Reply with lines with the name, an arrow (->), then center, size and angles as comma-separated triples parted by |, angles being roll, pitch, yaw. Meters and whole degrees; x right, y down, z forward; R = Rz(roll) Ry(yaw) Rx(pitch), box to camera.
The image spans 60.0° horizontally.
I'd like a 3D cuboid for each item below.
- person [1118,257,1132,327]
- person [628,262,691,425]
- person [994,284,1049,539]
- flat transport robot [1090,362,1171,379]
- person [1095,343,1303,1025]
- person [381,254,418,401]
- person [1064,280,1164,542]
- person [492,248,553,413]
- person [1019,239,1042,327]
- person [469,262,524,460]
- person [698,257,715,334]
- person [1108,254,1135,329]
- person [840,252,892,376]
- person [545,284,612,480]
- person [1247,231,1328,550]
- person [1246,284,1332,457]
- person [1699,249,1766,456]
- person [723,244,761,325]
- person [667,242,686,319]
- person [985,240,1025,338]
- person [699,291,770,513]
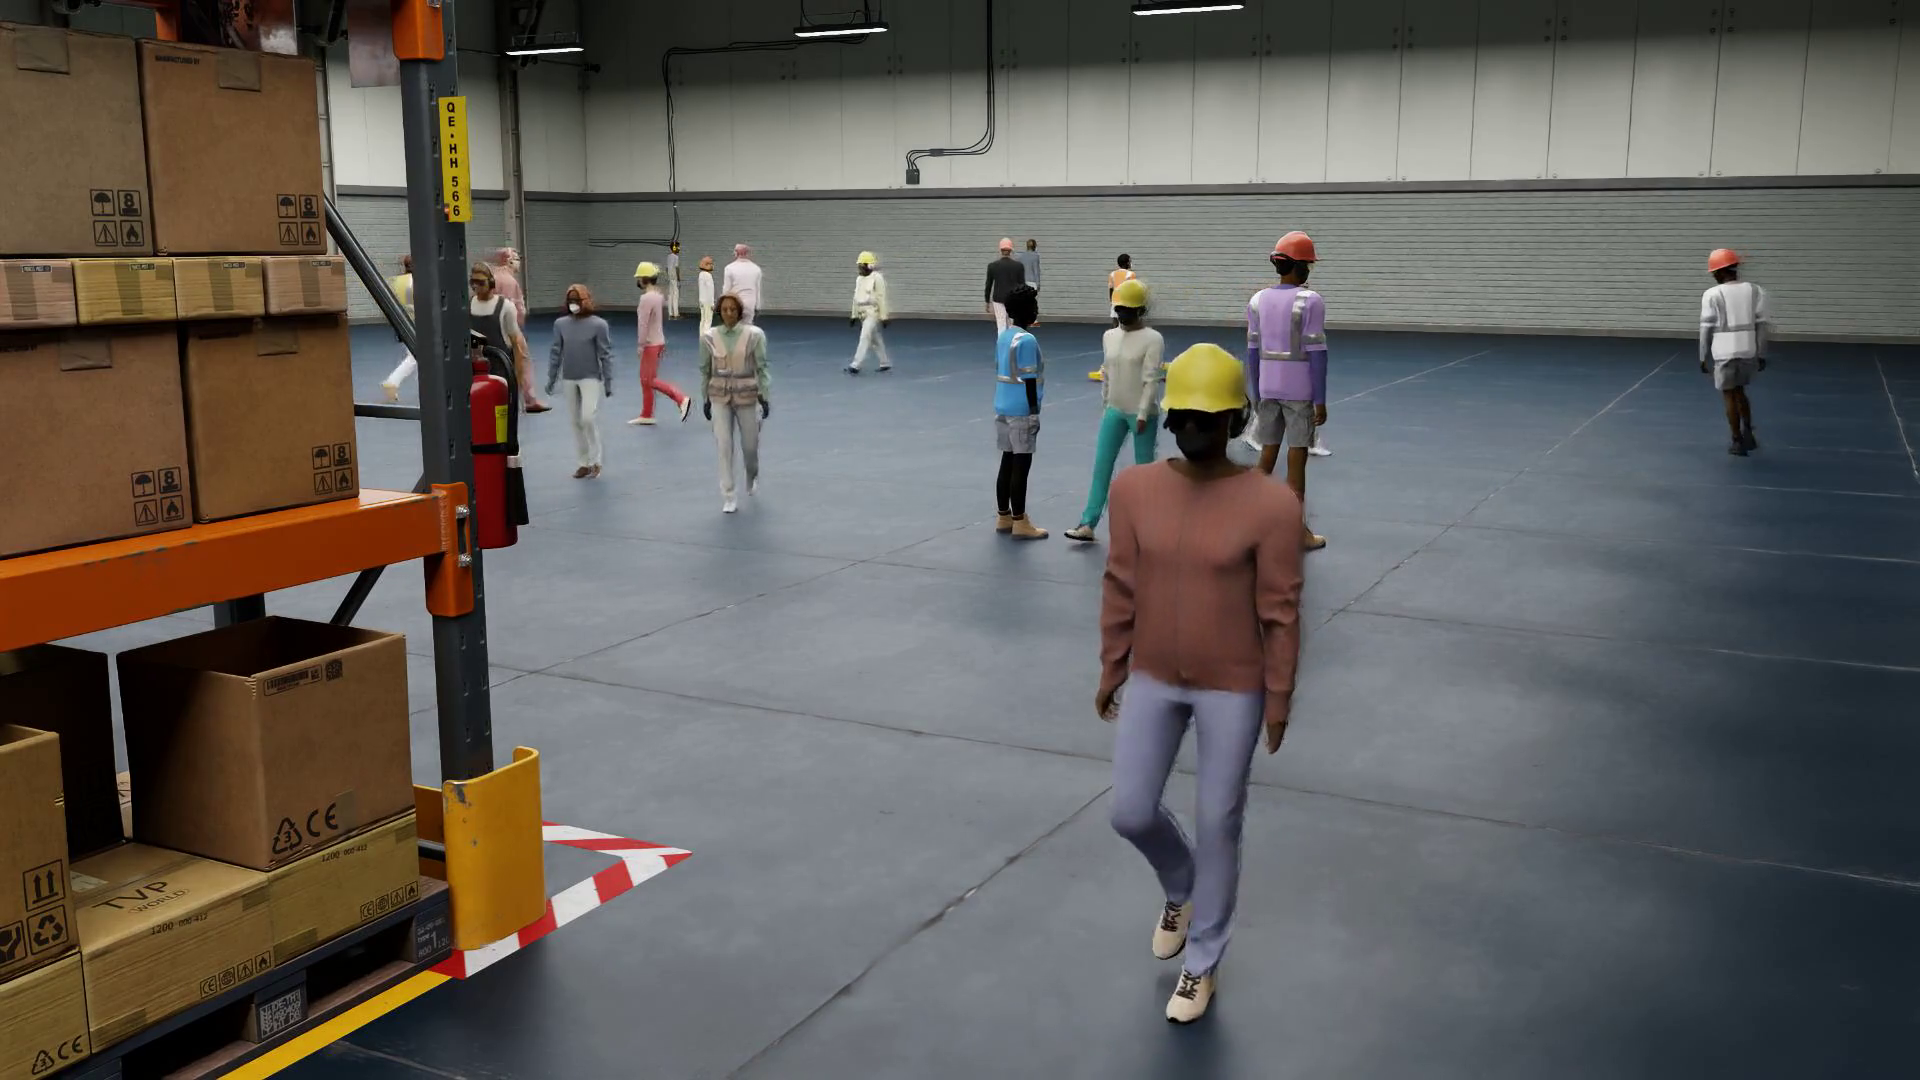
person -> 3.180, -4.657, 32.048 | 0.275, 1.632, 0.507 | -1, 10, -7
person -> -3.216, -2.074, 17.654 | 0.659, 1.743, 0.528 | 1, 10, 3
person -> 0.405, -0.858, 11.164 | 0.315, 1.696, 0.540 | -4, 11, -20
flat transport robot -> 2.596, -2.352, 23.196 | 1.431, 0.197, 0.652 | -4, 11, -22
person -> 0.614, 0.365, 4.314 | 0.548, 1.752, 0.404 | 5, 12, 26
person -> -6.713, -2.595, 20.334 | 0.857, 1.819, 0.614 | -9, 14, -40
person -> 1.044, -0.816, 10.835 | 0.535, 1.725, 0.826 | 9, 14, 42
person -> -5.062, -2.378, 18.962 | 0.854, 1.869, 0.672 | -6, 12, -30
person -> 1.561, -5.671, 36.748 | 0.372, 1.940, 0.627 | -8, 13, -36
person -> -3.937, -1.456, 14.124 | 0.556, 1.814, 0.733 | 2, 11, 13
person -> -4.515, -4.237, 29.759 | 0.279, 1.633, 0.501 | -6, 12, -30
person -> 2.881, -4.218, 29.474 | 0.535, 1.699, 0.322 | 7, 13, 34
person -> -1.341, -3.276, 24.119 | 0.949, 1.780, 0.618 | -7, 12, -33
person -> -3.177, -1.299, 13.773 | 0.516, 1.620, 0.486 | 4, 11, 19
person -> 2.127, -0.956, 10.749 | 0.371, 2.044, 0.608 | -9, 14, -40
person -> 3.030, -1.585, 15.402 | 0.534, 1.597, 0.863 | -9, 14, -41
person -> 7.097, -1.723, 15.329 | 0.589, 1.902, 0.491 | 0, 10, -2
person -> -3.370, -3.647, 25.844 | 0.666, 1.890, 0.533 | -8, 13, -36
person -> -6.879, -6.250, 40.110 | 0.333, 1.866, 0.515 | -8, 13, -36
person -> 0.718, -3.841, 26.748 | 0.646, 1.936, 1.009 | -1, 10, -4
person -> -1.664, -1.037, 12.326 | 0.523, 1.621, 0.629 | 0, 10, -1
